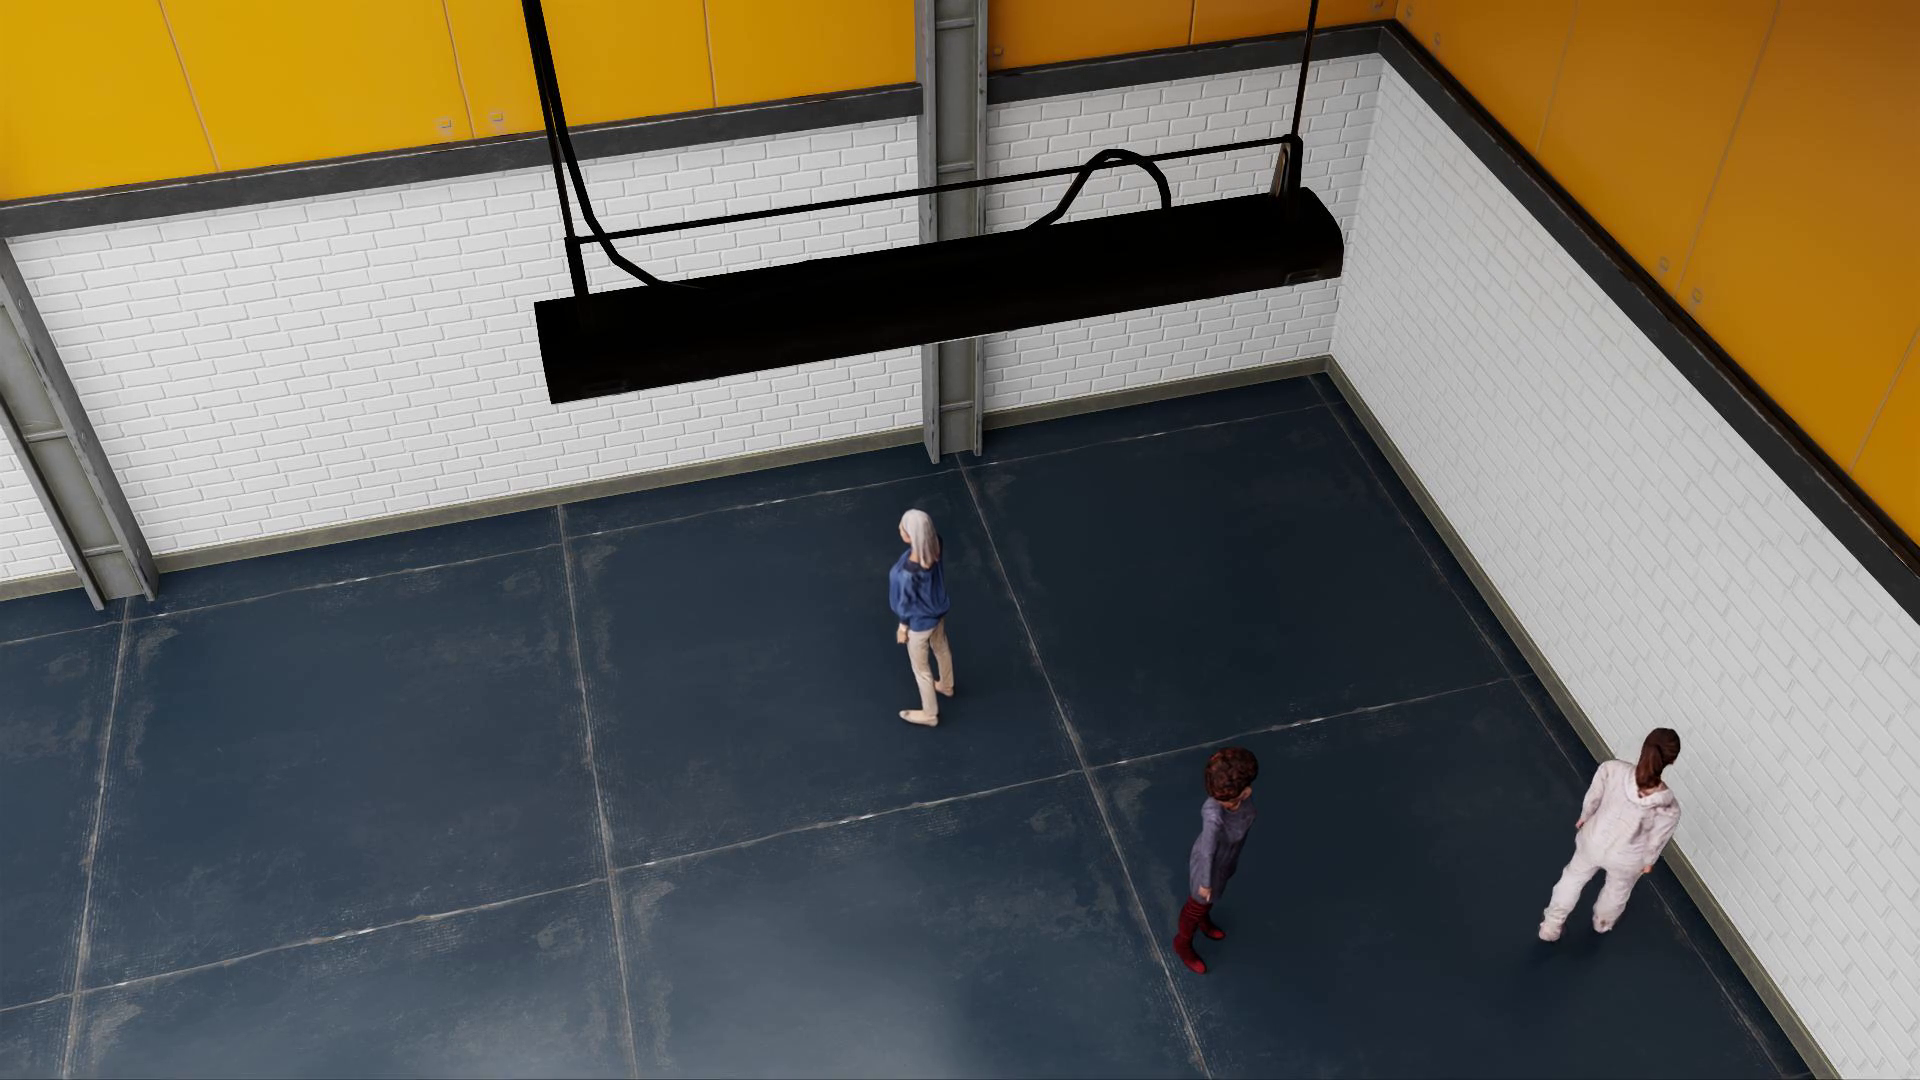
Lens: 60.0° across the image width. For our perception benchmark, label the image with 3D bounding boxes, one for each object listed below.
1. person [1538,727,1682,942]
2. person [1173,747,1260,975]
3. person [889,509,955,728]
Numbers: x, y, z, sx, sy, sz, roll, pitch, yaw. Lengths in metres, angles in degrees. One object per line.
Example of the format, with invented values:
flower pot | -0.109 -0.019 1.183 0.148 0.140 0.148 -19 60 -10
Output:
person | 3.558 1.667 9.092 0.968 1.683 0.856 -34 53 -30
person | 1.386 1.719 9.018 0.719 1.710 0.647 24 49 23
person | -0.215 0.470 10.339 0.756 1.695 0.714 16 46 17
